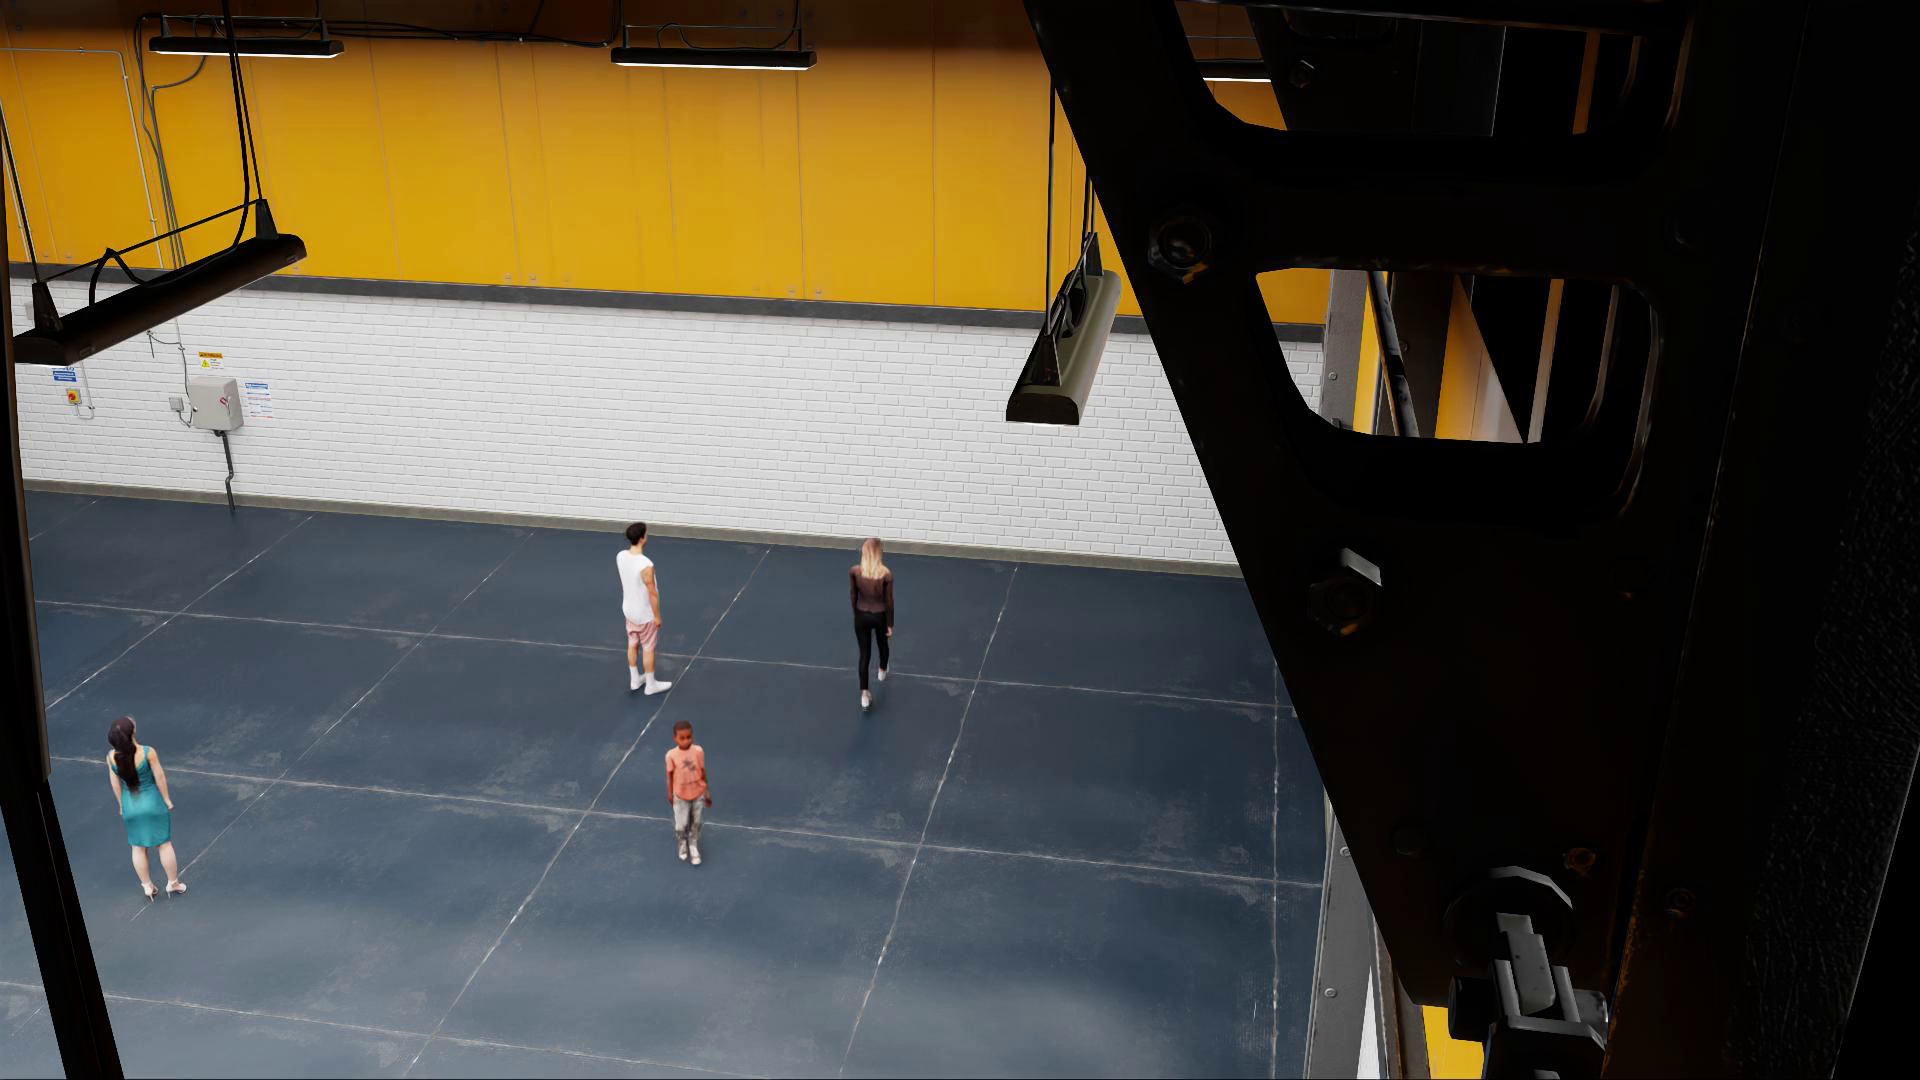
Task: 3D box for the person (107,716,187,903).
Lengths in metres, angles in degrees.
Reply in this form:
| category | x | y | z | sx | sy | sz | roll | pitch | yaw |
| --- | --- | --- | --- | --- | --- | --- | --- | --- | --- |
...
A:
| category | x | y | z | sx | sy | sz | roll | pitch | yaw |
| --- | --- | --- | --- | --- | --- | --- | --- | --- | --- |
| person | -6.504 | 2.131 | 13.247 | 0.608 | 1.682 | 0.599 | -4 | 24 | -9 |

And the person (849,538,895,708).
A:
| category | x | y | z | sx | sy | sz | roll | pitch | yaw |
| --- | --- | --- | --- | --- | --- | --- | --- | --- | --- |
| person | -0.888 | 0.832 | 16.249 | 0.648 | 1.659 | 1.120 | 3 | 24 | 7 |

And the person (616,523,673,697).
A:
| category | x | y | z | sx | sy | sz | roll | pitch | yaw |
| --- | --- | --- | --- | --- | --- | --- | --- | --- | --- |
| person | -3.170 | 0.679 | 16.441 | 0.726 | 1.785 | 0.728 | 18 | 30 | 36 |

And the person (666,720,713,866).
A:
| category | x | y | z | sx | sy | sz | roll | pitch | yaw |
| --- | --- | --- | --- | --- | --- | --- | --- | --- | --- |
| person | -2.272 | 2.072 | 13.860 | 0.586 | 1.300 | 0.637 | -8 | 25 | -17 |
